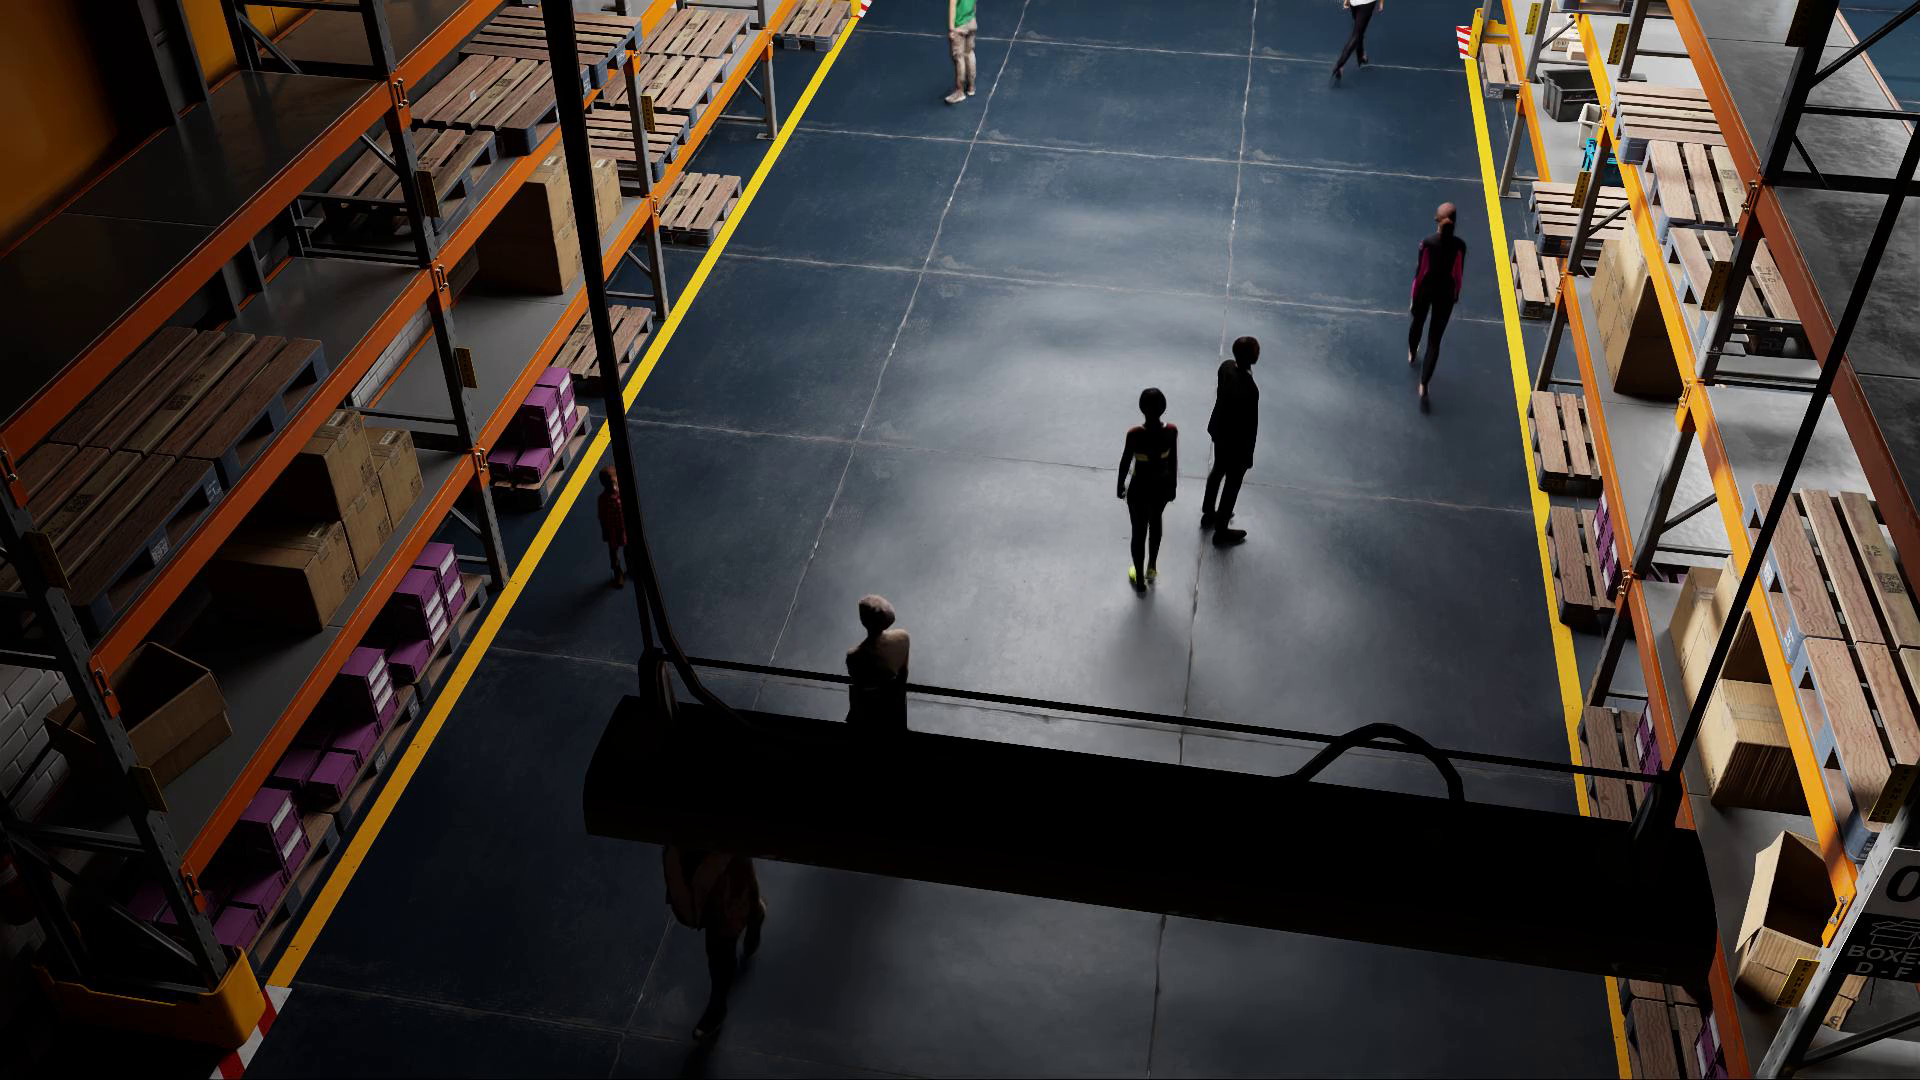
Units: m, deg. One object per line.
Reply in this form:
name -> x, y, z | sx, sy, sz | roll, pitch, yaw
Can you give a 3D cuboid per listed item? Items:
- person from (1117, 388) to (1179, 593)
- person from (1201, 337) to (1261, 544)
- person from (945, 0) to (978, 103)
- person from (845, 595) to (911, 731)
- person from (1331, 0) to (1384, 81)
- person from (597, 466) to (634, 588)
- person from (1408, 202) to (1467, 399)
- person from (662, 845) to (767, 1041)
person -> 1.408, -0.302, 12.185 | 0.659, 1.741, 0.674 | -5, 39, -6
person -> 2.080, -0.777, 12.733 | 0.791, 1.799, 0.682 | -14, 41, -17
person -> 0.033, -5.935, 19.330 | 0.887, 1.626, 0.746 | 22, 43, 25
person -> -0.459, 1.118, 10.435 | 1.090, 1.706, 1.183 | -21, 43, -24
person -> 4.712, -6.287, 19.669 | 1.015, 1.753, 1.216 | 29, 47, 32
person -> -2.581, -0.127, 12.542 | 0.504, 1.022, 0.560 | -21, 43, -24
person -> 4.109, -2.046, 14.395 | 0.672, 1.708, 1.181 | 11, 40, 14
person -> -1.338, 1.879, 9.353 | 0.944, 1.866, 1.240 | 16, 41, 19
